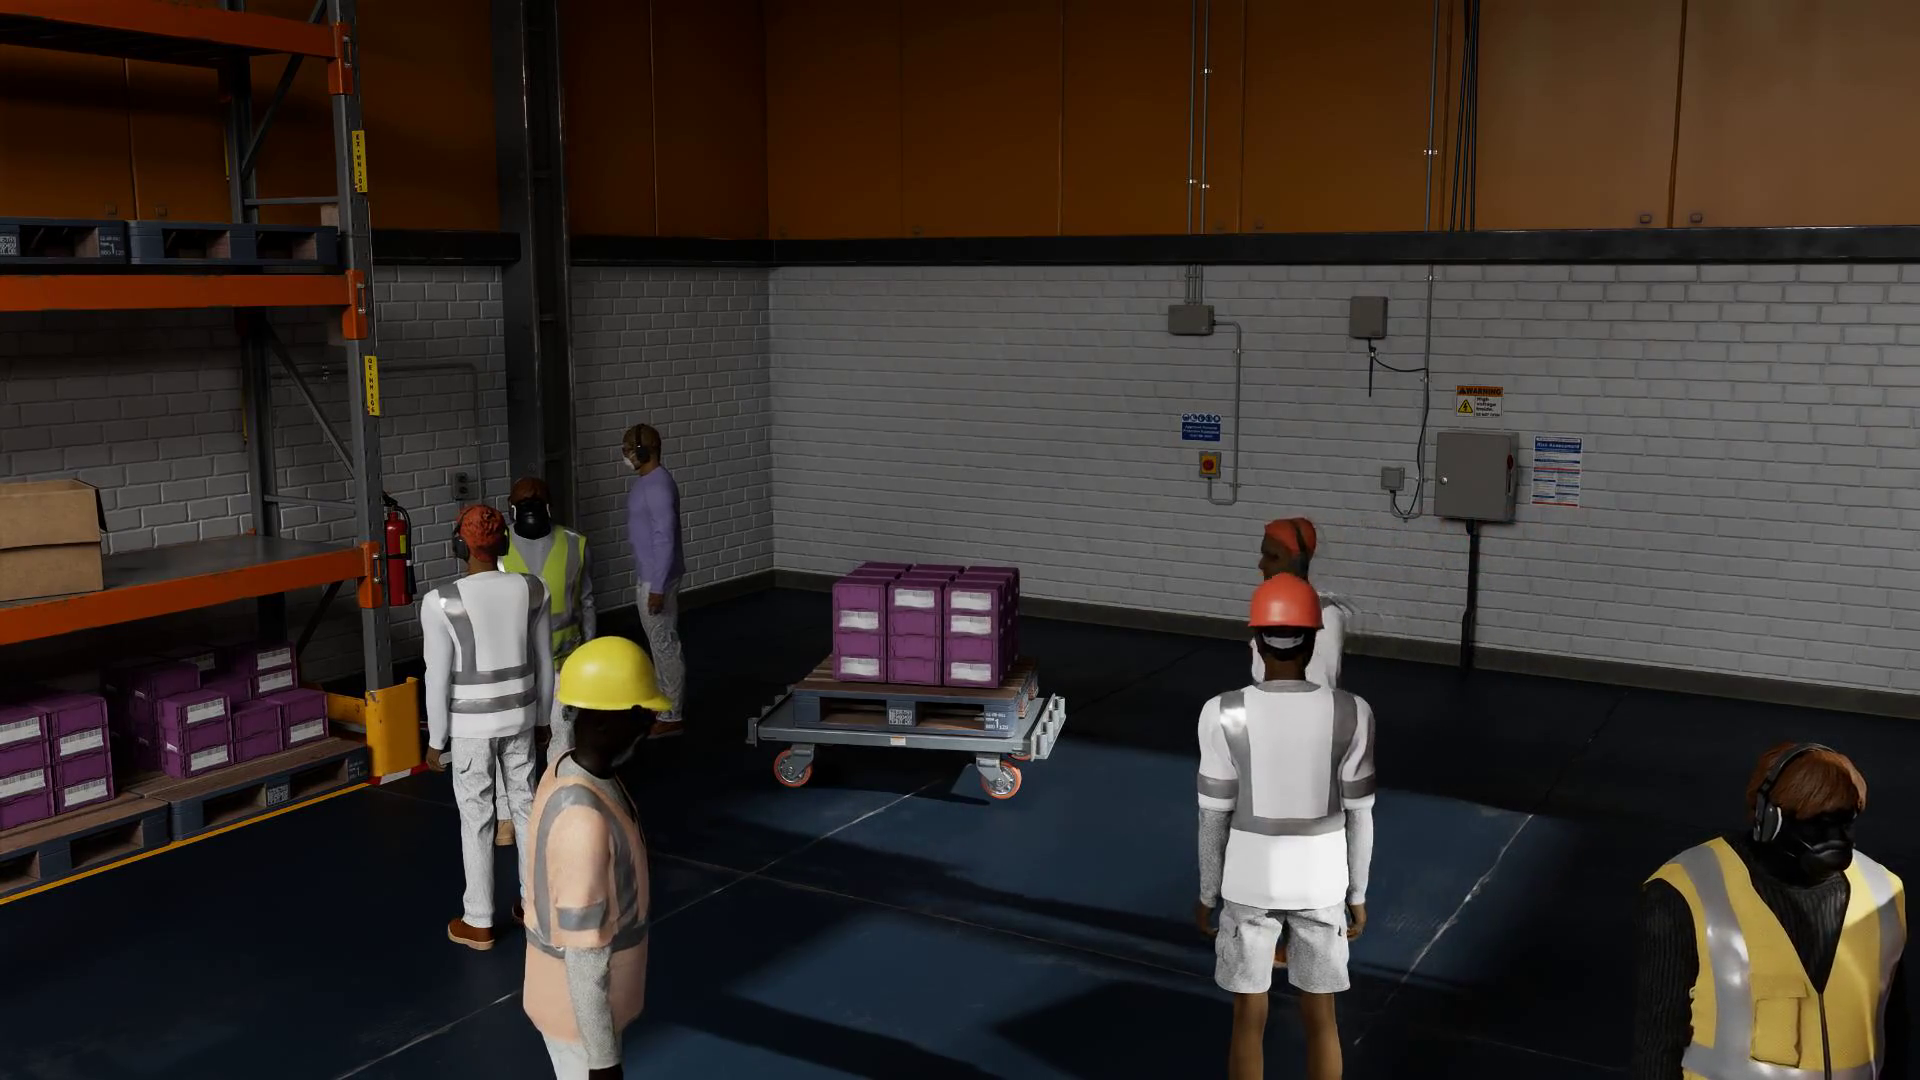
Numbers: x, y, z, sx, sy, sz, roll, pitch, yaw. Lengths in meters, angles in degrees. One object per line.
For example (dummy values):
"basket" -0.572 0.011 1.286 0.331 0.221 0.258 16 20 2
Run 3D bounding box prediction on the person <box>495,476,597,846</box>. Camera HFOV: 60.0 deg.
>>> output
"person" -2.119 0.597 8.317 0.621 1.845 0.429 -3 10 -20

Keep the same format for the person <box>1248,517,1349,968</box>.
"person" 1.300 0.839 6.740 0.496 1.870 0.579 -4 10 -23

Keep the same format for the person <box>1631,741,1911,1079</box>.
"person" 1.813 1.338 3.726 0.625 1.836 0.429 -1 9 -3

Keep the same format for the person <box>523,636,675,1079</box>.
"person" -0.932 1.195 4.359 0.406 1.918 0.586 -2 9 -11

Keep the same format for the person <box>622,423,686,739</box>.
"person" -1.874 0.249 10.203 0.379 1.933 0.629 -2 9 -15

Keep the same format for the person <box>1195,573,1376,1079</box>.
"person" 0.994 1.060 5.159 0.543 1.927 0.375 0 9 3

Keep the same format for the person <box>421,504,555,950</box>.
"person" -1.982 0.783 7.028 0.575 1.883 0.355 -8 12 -41
